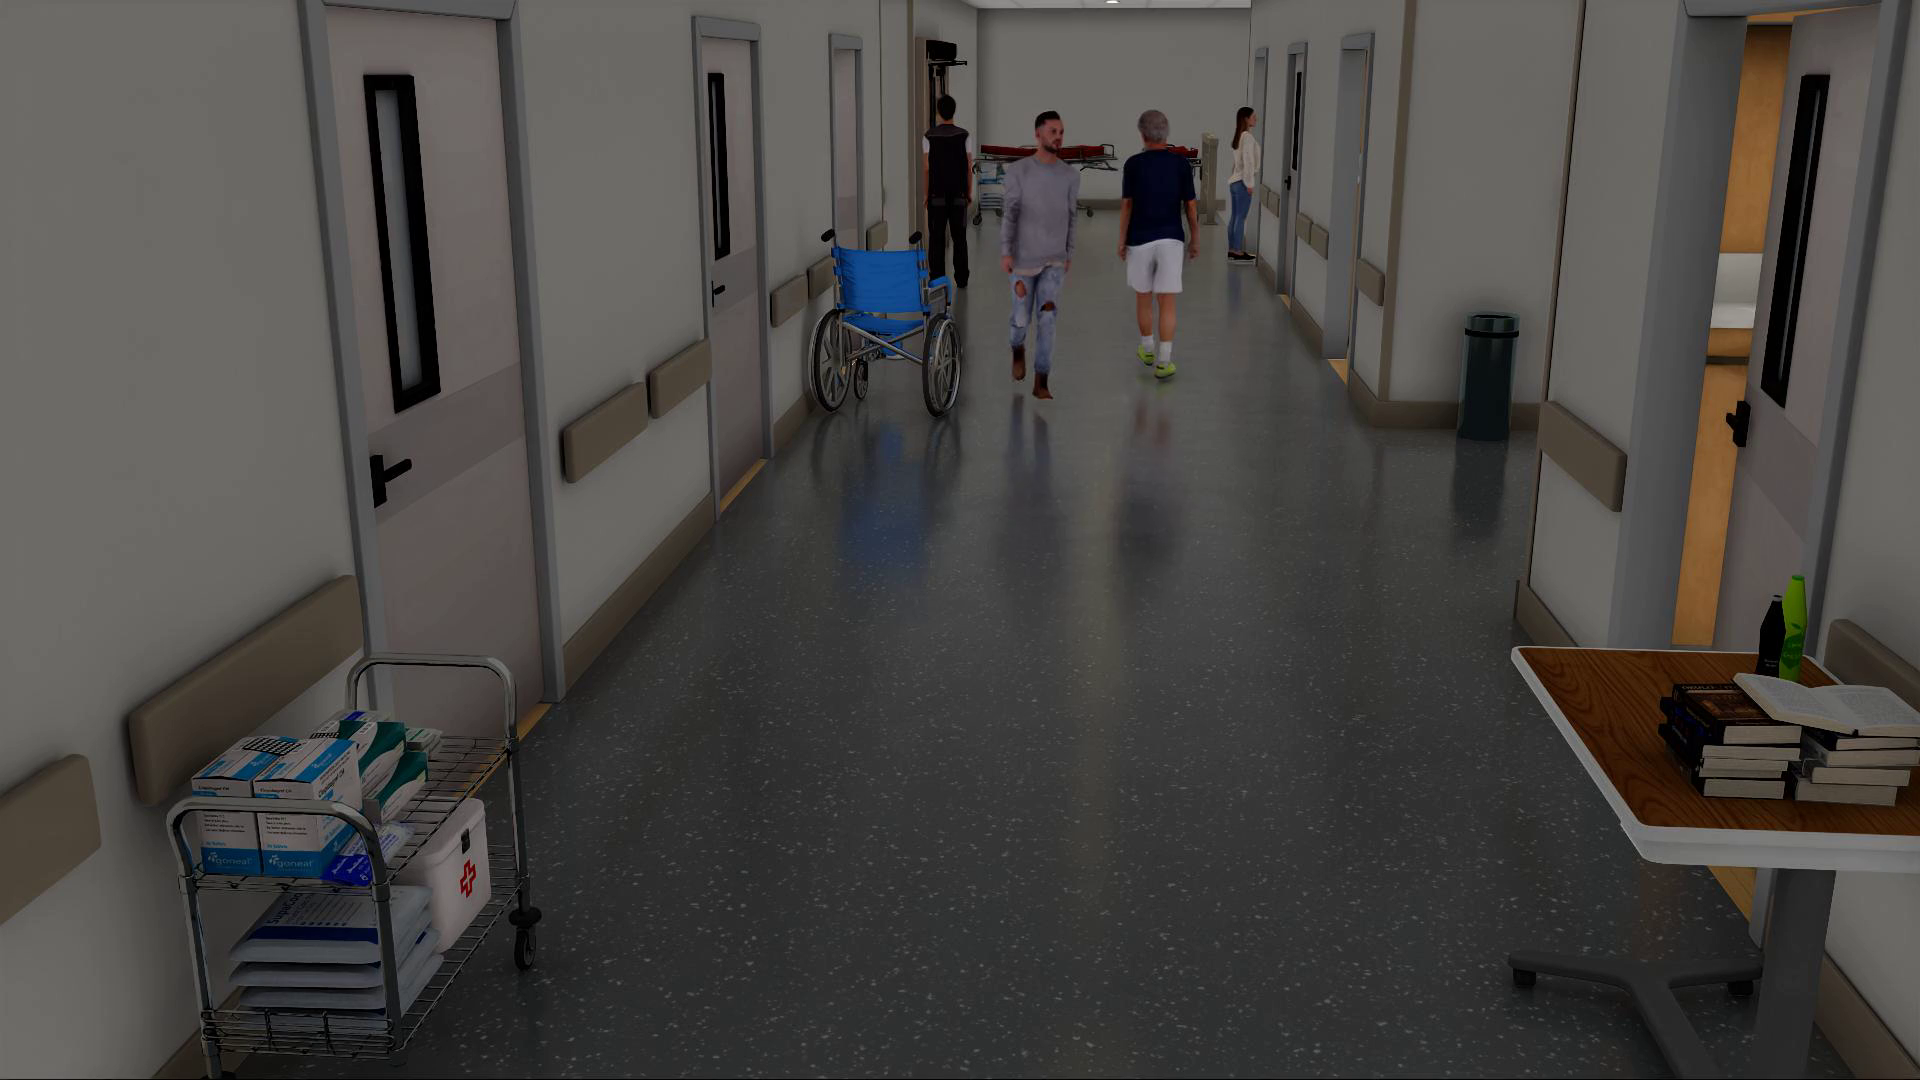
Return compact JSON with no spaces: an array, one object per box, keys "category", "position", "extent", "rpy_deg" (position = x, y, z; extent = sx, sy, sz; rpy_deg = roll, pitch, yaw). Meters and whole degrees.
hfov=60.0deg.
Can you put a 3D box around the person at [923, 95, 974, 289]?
[{"category":"person","position":[-0.121,-3.401,16.280],"extent":[0.699,1.849,0.645],"rpy_deg":[-2,16,-7]}]

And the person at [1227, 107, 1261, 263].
[{"category":"person","position":[3.163,-3.991,18.664],"extent":[0.710,1.691,0.546],"rpy_deg":[-1,16,-5]}]

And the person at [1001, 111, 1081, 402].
[{"category":"person","position":[0.478,-1.835,10.802],"extent":[0.875,1.806,1.212],"rpy_deg":[-2,16,-7]}]

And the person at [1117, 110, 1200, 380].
[{"category":"person","position":[1.342,-2.018,11.471],"extent":[0.741,1.796,0.992],"rpy_deg":[3,16,9]}]
